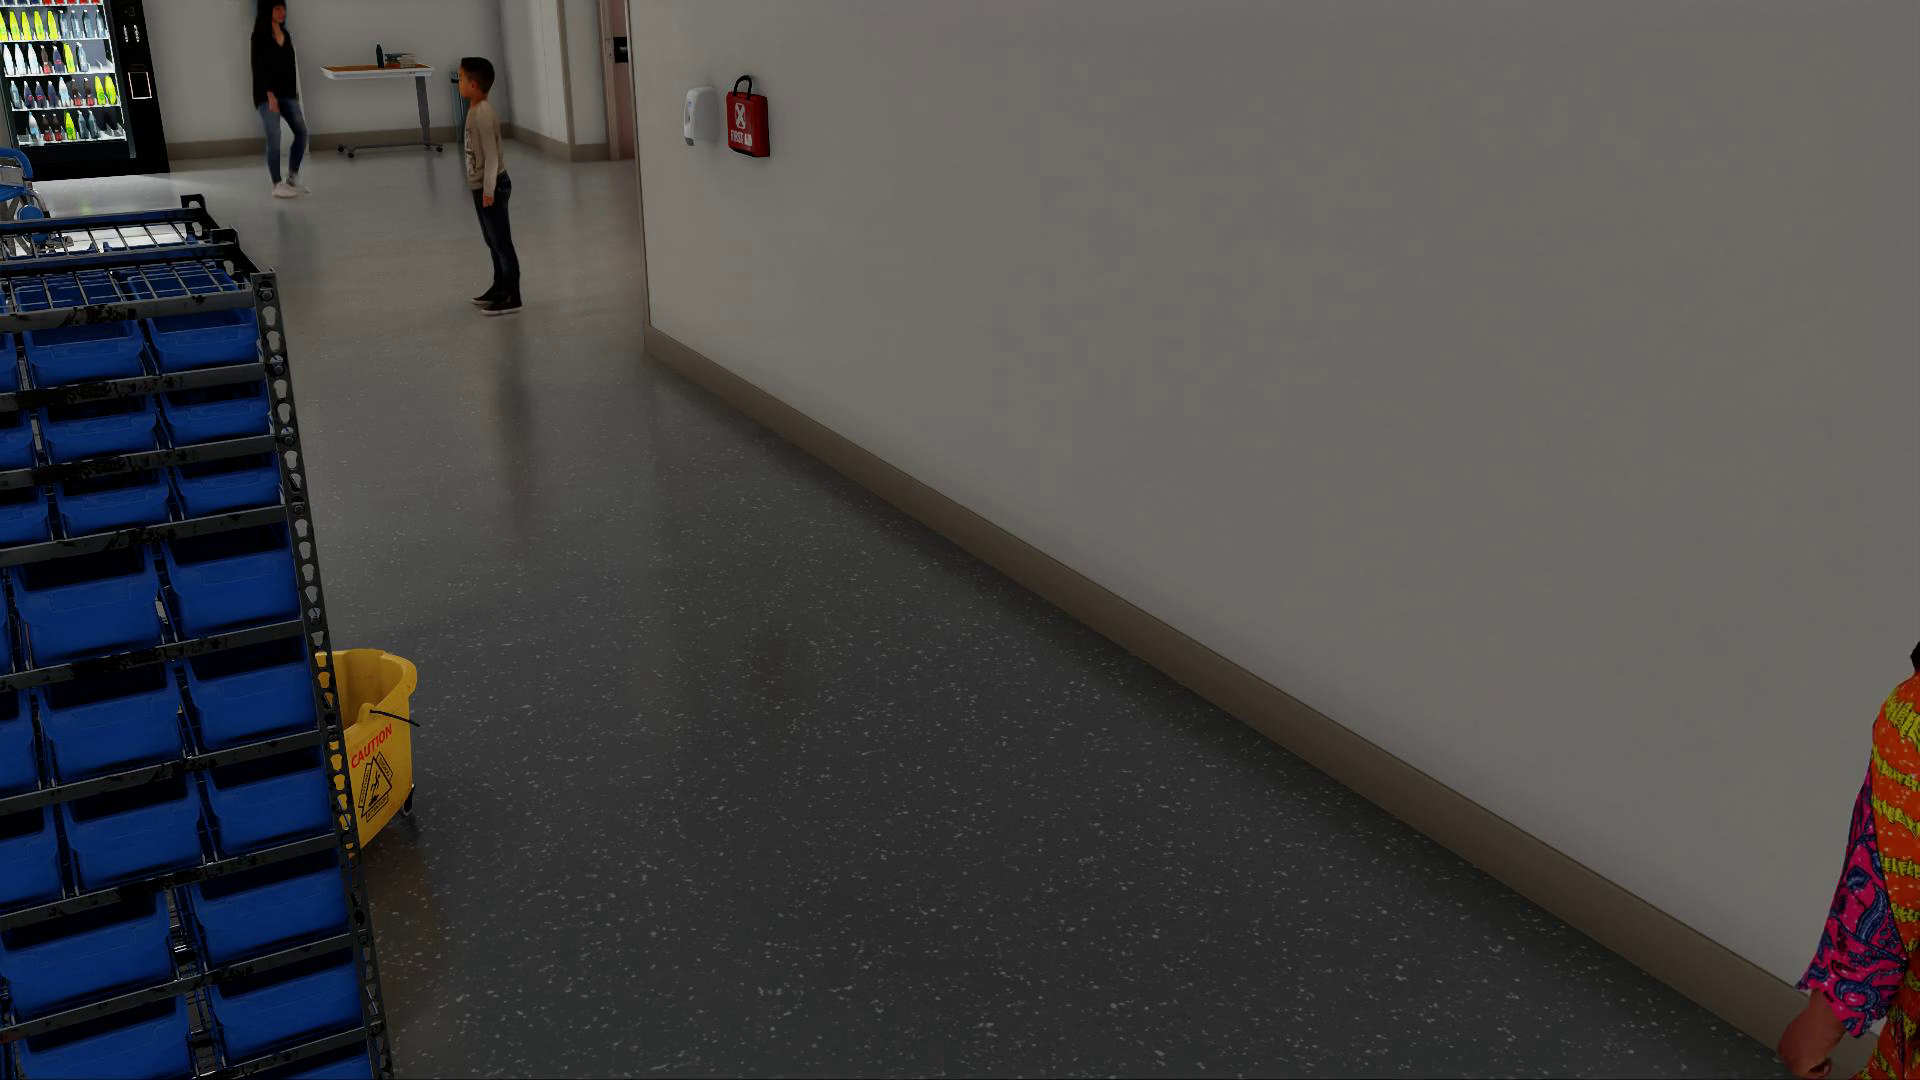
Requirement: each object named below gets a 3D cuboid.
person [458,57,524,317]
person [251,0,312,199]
[{"bbox_3d":[-2.749,-2.070,9.730,0.516,1.463,0.567,-9,23,-24],"label":"person"},{"bbox_3d":[-5.657,-3.637,13.627,0.760,1.632,0.679,12,24,29],"label":"person"}]
